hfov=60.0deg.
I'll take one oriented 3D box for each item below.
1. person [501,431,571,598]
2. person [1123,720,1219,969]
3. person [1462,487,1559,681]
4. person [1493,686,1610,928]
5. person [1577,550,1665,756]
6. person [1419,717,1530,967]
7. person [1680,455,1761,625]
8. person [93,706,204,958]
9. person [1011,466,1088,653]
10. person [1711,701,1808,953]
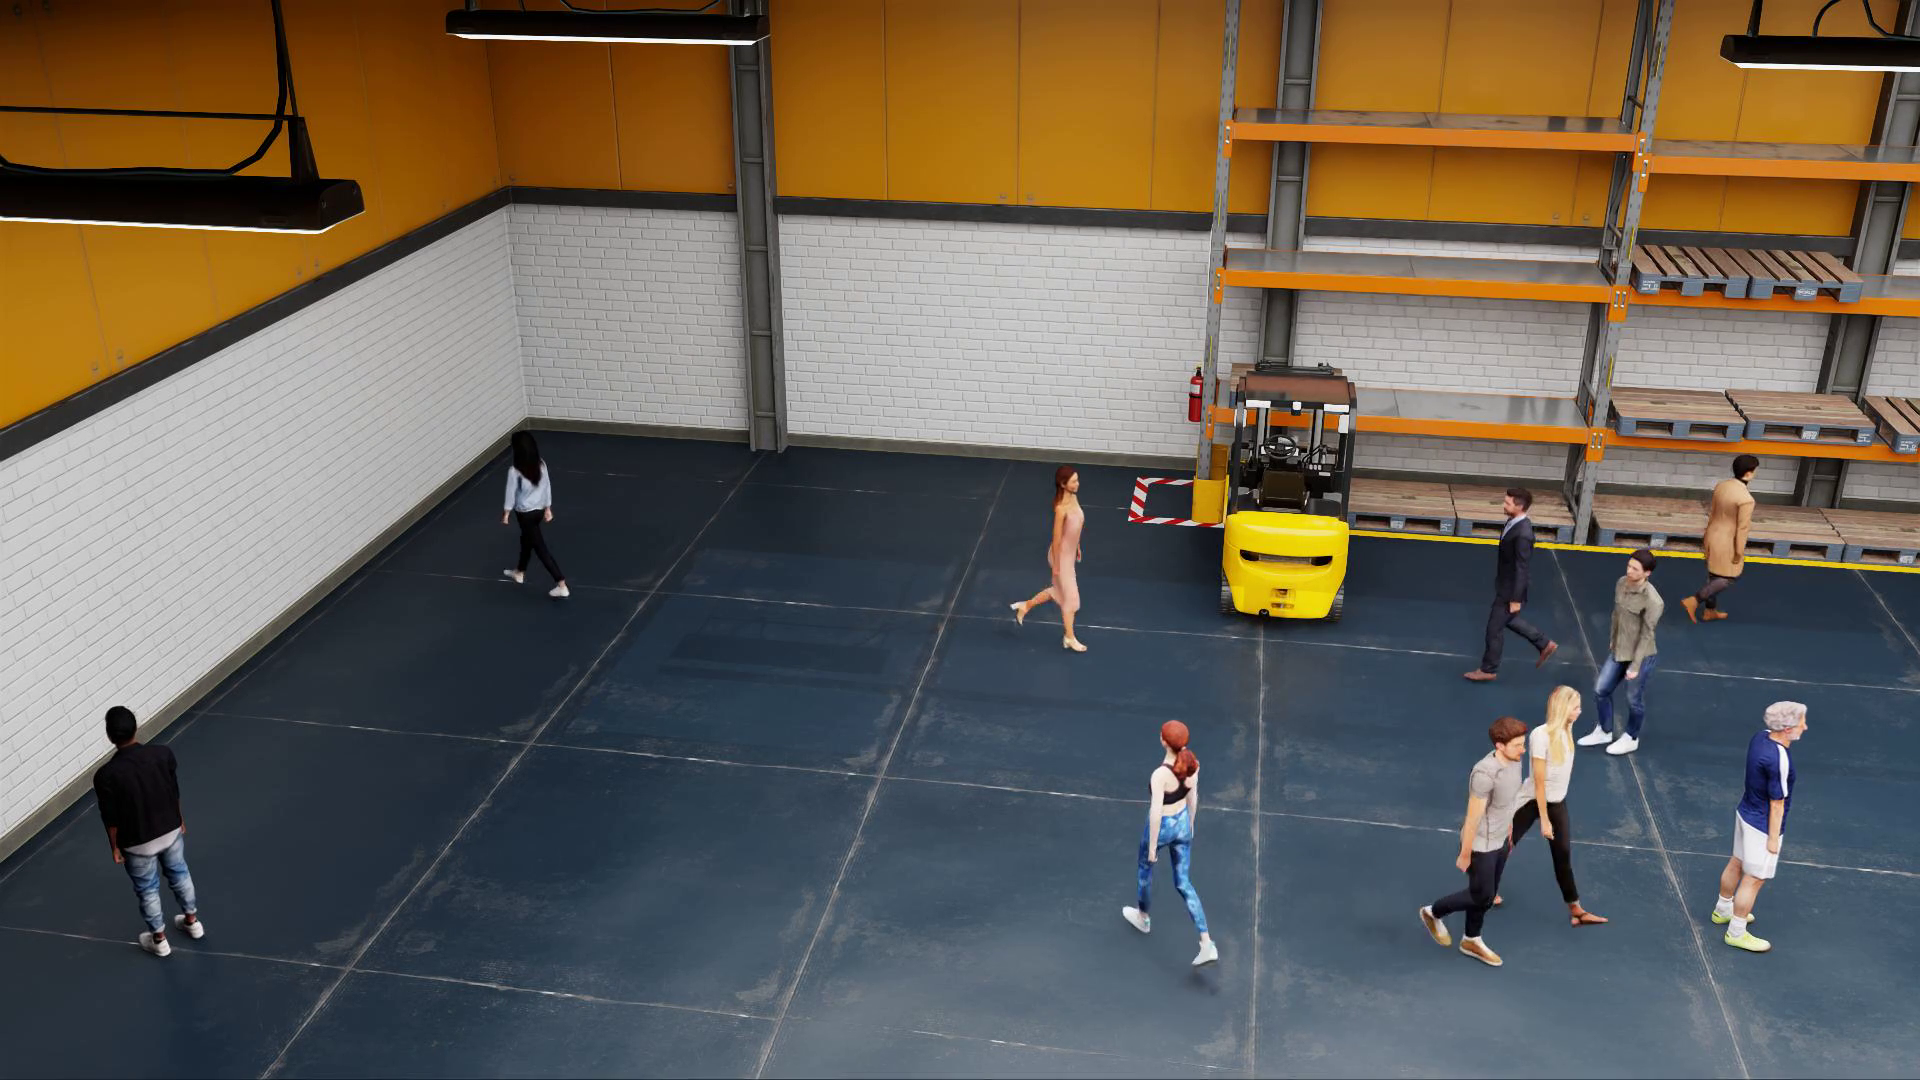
[{"bbox_3d":[-4.113,-0.205,16.178,1.226,1.660,0.890,13,27,27],"label":"person"},{"bbox_3d":[1.433,2.021,10.970,1.134,1.753,1.148,-14,27,-28],"label":"person"},{"bbox_3d":[4.903,0.422,14.522,1.023,1.838,0.667,3,24,7],"label":"person"},{"bbox_3d":[3.873,1.800,11.446,1.104,1.777,1.235,-19,30,-36],"label":"person"},{"bbox_3d":[5.489,0.906,13.411,0.880,1.841,0.854,-7,25,-17],"label":"person"},{"bbox_3d":[3.386,1.950,10.983,0.954,1.873,0.868,18,29,35],"label":"person"},{"bbox_3d":[7.102,0.016,15.611,0.996,1.710,0.867,-6,24,-14],"label":"person"},{"bbox_3d":[-5.413,1.932,11.106,0.792,1.808,0.785,20,30,38],"label":"person"},{"bbox_3d":[0.856,0.163,15.153,1.020,1.807,0.688,8,25,18],"label":"person"},{"bbox_3d":[5.387,1.881,11.185,0.557,1.838,0.648,2,24,5],"label":"person"}]
